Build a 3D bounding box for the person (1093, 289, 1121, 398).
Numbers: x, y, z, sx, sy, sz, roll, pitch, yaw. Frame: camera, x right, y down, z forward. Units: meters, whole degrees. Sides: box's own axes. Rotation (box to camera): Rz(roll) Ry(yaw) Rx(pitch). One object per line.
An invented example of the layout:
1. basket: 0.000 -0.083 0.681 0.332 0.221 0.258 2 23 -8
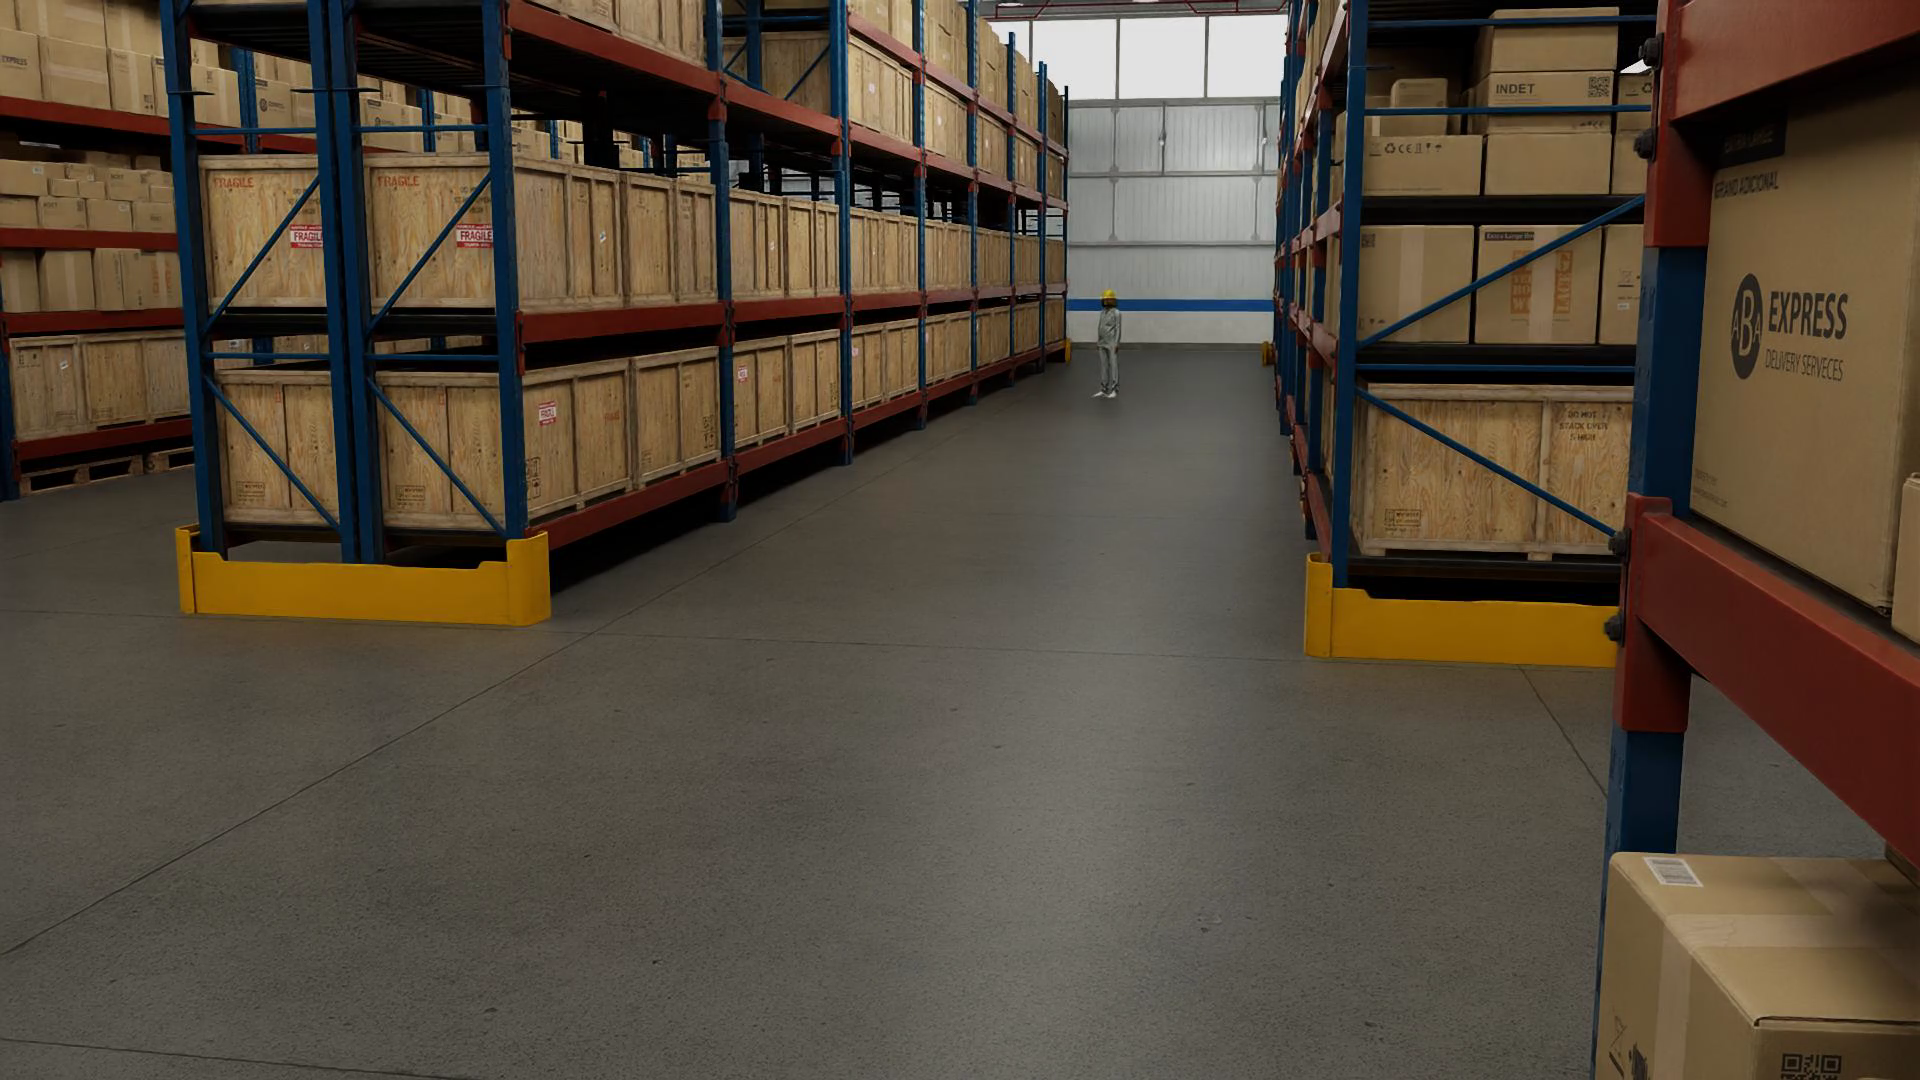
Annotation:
1. person: 2.385 -3.158 26.798 0.294 1.744 0.487 -7 12 -39
